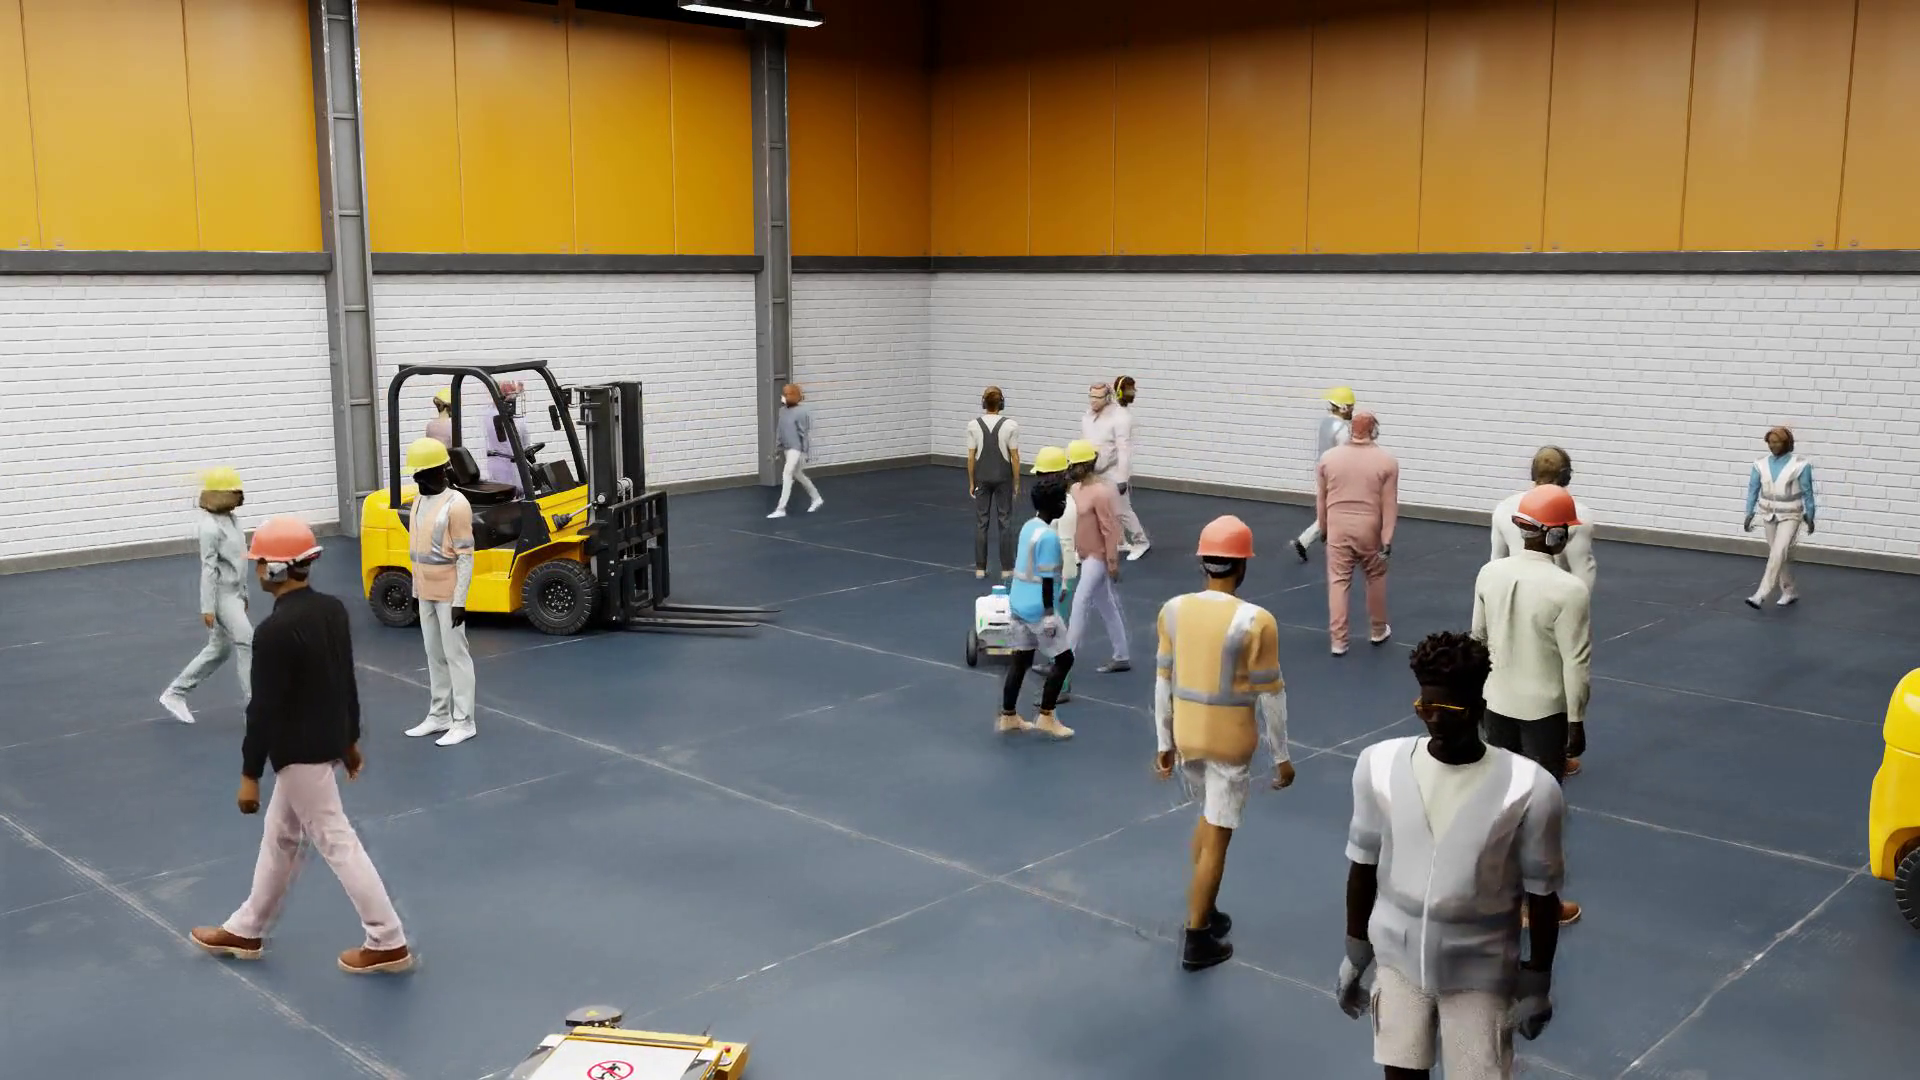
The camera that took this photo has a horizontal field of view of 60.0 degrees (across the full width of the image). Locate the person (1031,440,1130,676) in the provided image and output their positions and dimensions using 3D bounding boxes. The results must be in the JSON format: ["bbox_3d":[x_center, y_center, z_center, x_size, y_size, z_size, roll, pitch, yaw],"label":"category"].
[{"bbox_3d":[0.859,0.146,11.986,0.896,1.721,0.524,-3,10,-16],"label":"person"}]

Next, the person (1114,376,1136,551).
[{"bbox_3d":[1.607,-0.770,17.224,0.472,1.855,0.619,2,10,15],"label":"person"}]

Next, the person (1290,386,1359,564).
[{"bbox_3d":[3.701,-0.634,16.544,0.810,1.803,0.598,-1,9,-7],"label":"person"}]

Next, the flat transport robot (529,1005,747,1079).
[{"bbox_3d":[-1.228,1.935,5.459,0.652,0.197,1.431,2,9,10],"label":"flat transport robot"}]

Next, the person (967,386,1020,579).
[{"bbox_3d":[0.322,-0.542,15.837,0.508,1.846,0.345,2,9,10],"label":"person"}]

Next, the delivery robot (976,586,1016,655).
[{"bbox_3d":[0.294,0.590,12.550,0.477,0.478,0.707,0,9,-1],"label":"delivery robot"}]

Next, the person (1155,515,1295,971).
[{"bbox_3d":[1.136,0.851,7.086,0.651,1.910,0.564,-9,13,-43],"label":"person"}]

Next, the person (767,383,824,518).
[{"bbox_3d":[-1.973,-1.086,19.956,0.845,1.601,0.509,-7,12,-37],"label":"person"}]

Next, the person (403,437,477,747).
[{"bbox_3d":[-3.244,0.316,10.343,0.585,1.921,0.373,8,12,41],"label":"person"}]

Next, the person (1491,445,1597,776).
[{"bbox_3d":[3.391,0.413,9.694,0.355,1.936,0.635,-8,12,-41],"label":"person"}]

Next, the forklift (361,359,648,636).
[{"bbox_3d":[-3.850,-0.407,13.936,2.313,2.155,1.214,2,9,11],"label":"forklift"}]

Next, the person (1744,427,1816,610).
[{"bbox_3d":[7.065,-0.181,14.396,0.897,1.580,0.528,-6,11,-32],"label":"person"}]

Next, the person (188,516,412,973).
[{"bbox_3d":[-2.778,0.864,6.930,1.014,1.940,0.637,1,9,3],"label":"person"}]

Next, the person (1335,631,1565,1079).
[{"bbox_3d":[1.433,1.199,4.850,0.613,1.944,0.572,7,11,35],"label":"person"}]

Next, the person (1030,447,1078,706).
[{"bbox_3d":[0.635,0.241,11.285,0.360,1.760,0.547,-3,10,-16],"label":"person"}]

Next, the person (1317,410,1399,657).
[{"bbox_3d":[3.093,-0.070,12.890,0.644,1.868,0.927,4,10,23],"label":"person"}]

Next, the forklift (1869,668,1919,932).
[{"bbox_3d":[5.205,0.723,7.013,2.313,2.155,1.214,9,13,43],"label":"forklift"}]

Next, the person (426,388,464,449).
[{"bbox_3d":[-5.130,-0.643,16.710,0.522,1.765,0.317,6,11,34],"label":"person"}]

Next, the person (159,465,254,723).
[{"bbox_3d":[-4.774,0.367,10.664,0.807,1.710,0.495,-1,9,-7],"label":"person"}]

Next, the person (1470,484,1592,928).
[{"bbox_3d":[2.588,0.738,7.528,0.396,1.993,0.617,-5,11,-30],"label":"person"}]

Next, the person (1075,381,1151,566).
[{"bbox_3d":[1.492,-0.676,16.656,0.988,1.856,0.692,-8,12,-41],"label":"person"}]

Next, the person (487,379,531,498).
[{"bbox_3d":[-4.312,-0.610,16.116,0.423,1.885,0.676,-5,11,-30],"label":"person"}]

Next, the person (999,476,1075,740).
[{"bbox_3d":[0.513,0.434,10.392,0.559,1.668,0.560,-2,10,-13],"label":"person"}]
